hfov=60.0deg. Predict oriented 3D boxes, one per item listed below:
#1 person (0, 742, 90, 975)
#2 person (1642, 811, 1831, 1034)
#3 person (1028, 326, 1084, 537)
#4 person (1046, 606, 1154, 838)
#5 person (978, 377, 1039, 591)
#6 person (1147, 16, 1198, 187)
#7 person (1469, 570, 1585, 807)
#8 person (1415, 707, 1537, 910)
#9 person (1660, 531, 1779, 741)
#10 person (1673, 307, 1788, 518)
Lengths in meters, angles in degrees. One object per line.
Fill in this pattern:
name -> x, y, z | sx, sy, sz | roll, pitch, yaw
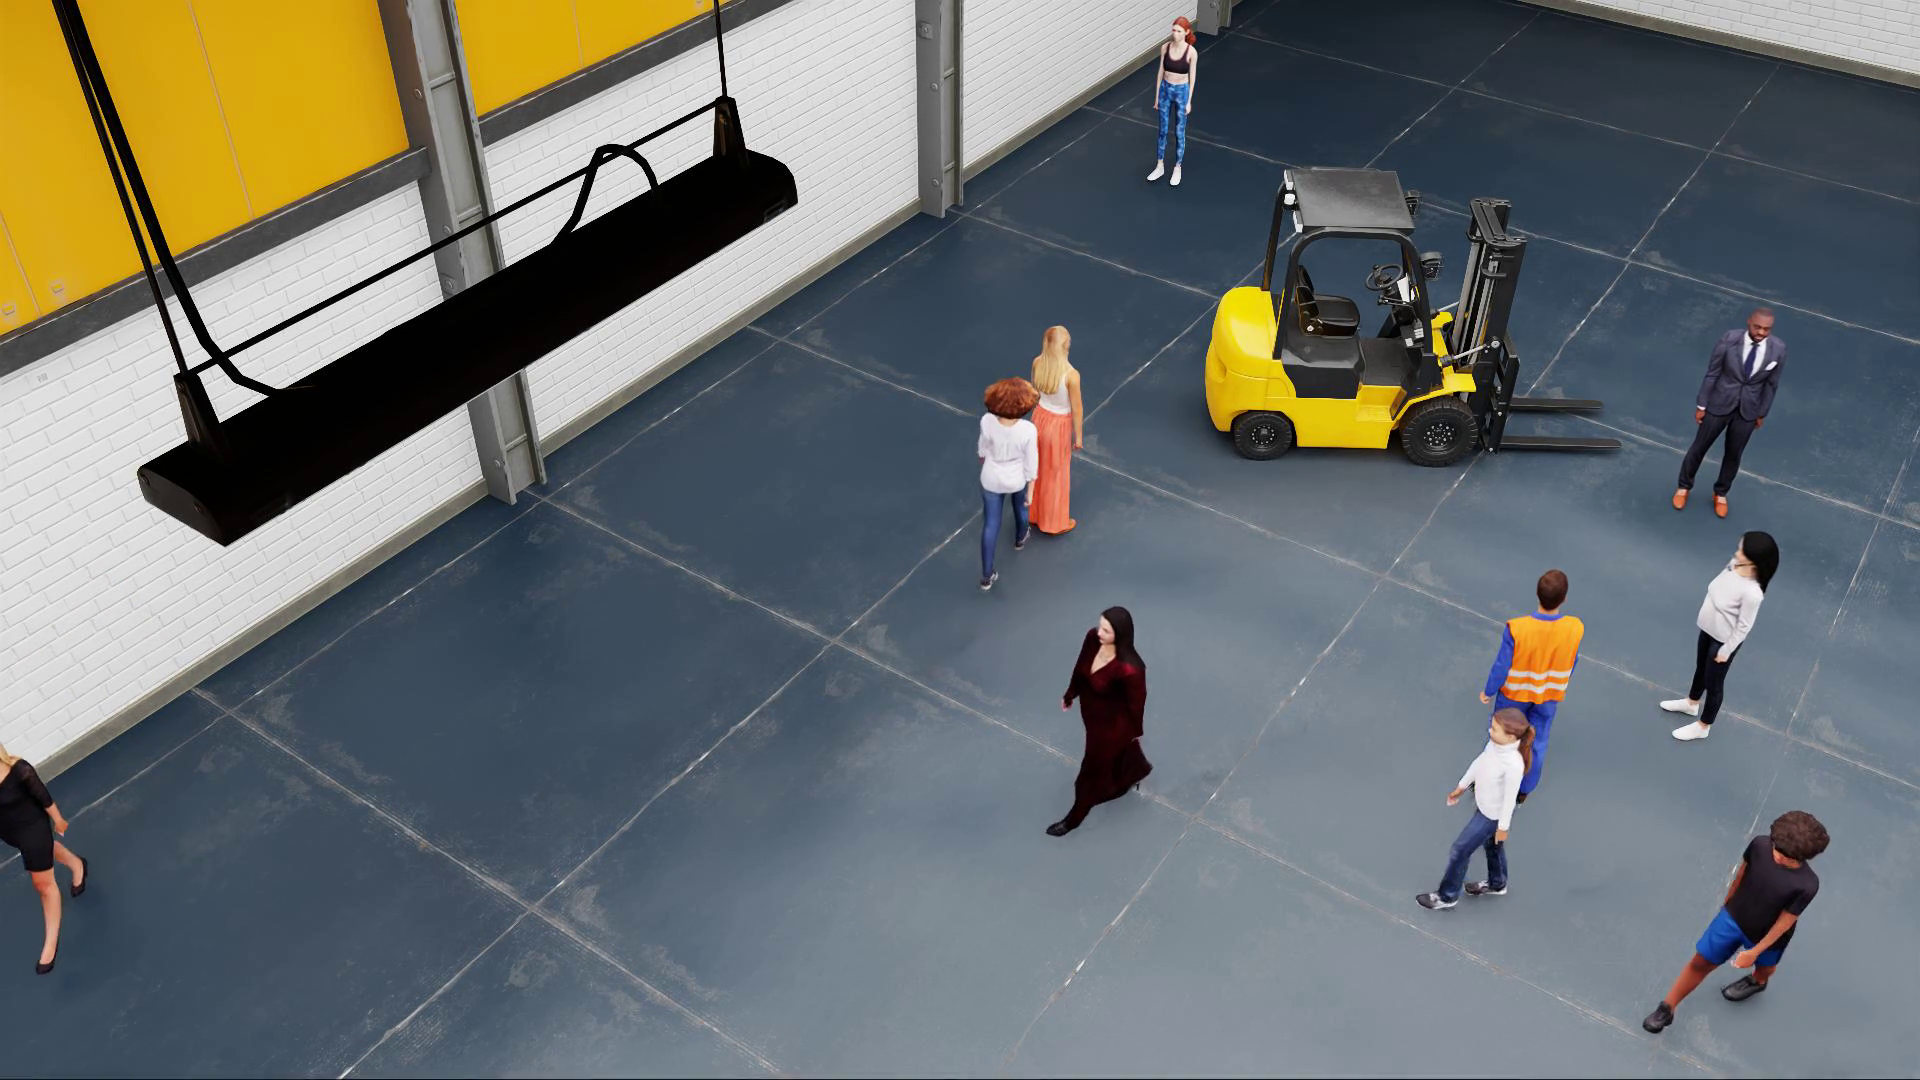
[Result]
person -> -5.446, 1.647, 9.748 | 0.959, 1.624, 1.143 | 0, 39, 1
person -> 4.443, 2.079, 9.114 | 1.233, 1.740, 0.947 | -18, 42, -21
person -> 0.699, -0.836, 12.714 | 0.665, 1.801, 0.623 | 31, 48, 33
person -> 1.009, 1.060, 10.405 | 1.189, 1.720, 0.998 | -16, 41, -19
person -> 0.309, -0.405, 12.270 | 0.907, 1.683, 1.190 | 9, 40, 11
person -> 2.247, -4.614, 17.458 | 0.601, 1.785, 0.626 | 16, 41, 20
person -> 3.558, 0.957, 10.422 | 0.791, 1.862, 0.815 | -1, 39, -1
person -> 3.254, 1.593, 9.889 | 0.836, 1.532, 0.841 | 0, 39, 0
person -> 5.045, 0.613, 10.981 | 0.770, 1.700, 0.670 | 2, 39, 2
person -> 6.002, -1.027, 12.939 | 0.754, 1.819, 0.701 | 12, 40, 14
